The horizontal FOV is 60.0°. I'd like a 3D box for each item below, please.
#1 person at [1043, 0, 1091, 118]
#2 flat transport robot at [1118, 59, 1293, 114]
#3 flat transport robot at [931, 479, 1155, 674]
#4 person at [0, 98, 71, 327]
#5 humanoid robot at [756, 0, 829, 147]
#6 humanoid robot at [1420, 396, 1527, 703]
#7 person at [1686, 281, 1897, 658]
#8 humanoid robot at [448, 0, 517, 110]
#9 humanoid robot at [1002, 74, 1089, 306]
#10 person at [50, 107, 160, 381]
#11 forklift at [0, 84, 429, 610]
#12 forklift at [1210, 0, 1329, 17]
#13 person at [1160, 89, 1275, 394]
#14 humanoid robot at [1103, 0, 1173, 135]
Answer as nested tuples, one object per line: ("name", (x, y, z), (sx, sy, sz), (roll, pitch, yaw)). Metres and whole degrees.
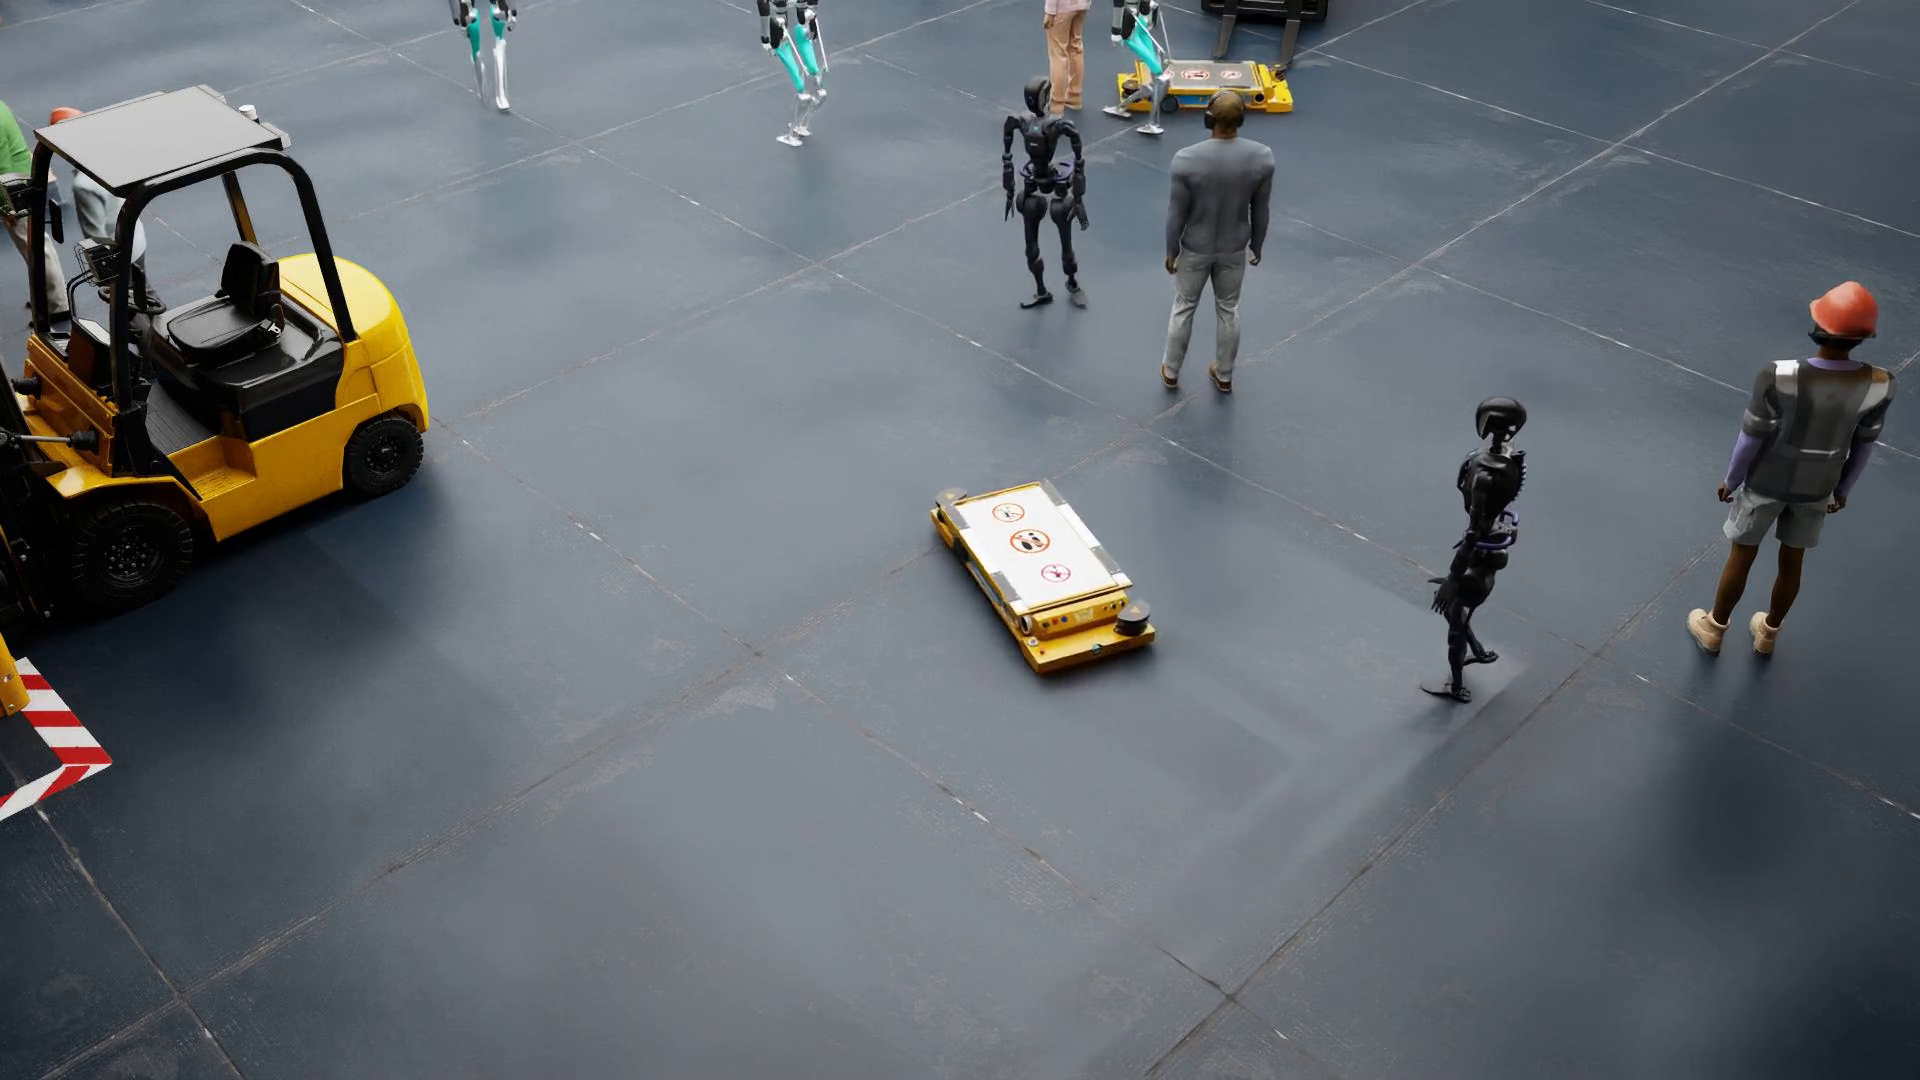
("person", (0.885, -4.332, 13.538), (0.409, 1.776, 0.538), (24, 43, 29))
("flat transport robot", (2.080, -3.860, 14.163), (1.431, 0.231, 0.659), (1, 37, 1))
("flat transport robot", (0.412, 0.138, 8.812), (0.659, 0.231, 1.431), (-14, 39, -18))
("person", (-6.146, -2.256, 10.758), (0.385, 1.776, 0.546), (-17, 40, -22))
("humanoid robot", (-1.236, -3.939, 13.015), (0.538, 1.764, 0.639), (-24, 43, -29))
("humanoid robot", (2.416, 0.070, 7.730), (0.373, 1.647, 0.589), (16, 40, 21))
("person", (3.943, -0.299, 7.915), (0.606, 2.048, 0.365), (5, 37, 6))
("humanoid robot", (-3.917, -4.305, 13.634), (0.549, 1.904, 0.717), (-12, 38, -15))
("humanoid robot", (0.578, -2.265, 10.852), (0.601, 1.635, 0.433), (13, 39, 16))
("person", (-5.185, -1.806, 10.187), (0.348, 1.738, 0.572), (-3, 37, -4))
("forklift", (-4.145, -1.093, 8.856), (2.313, 2.155, 1.214), (-31, 47, -34))
("forklift", (3.106, -6.400, 15.960), (1.214, 2.155, 2.313), (8, 37, 10))
("person", (1.521, -1.770, 9.983), (0.634, 1.928, 0.400), (-3, 37, -4))
("humanoid robot", (1.551, -4.080, 13.247), (0.917, 1.765, 0.559), (27, 44, 31))
